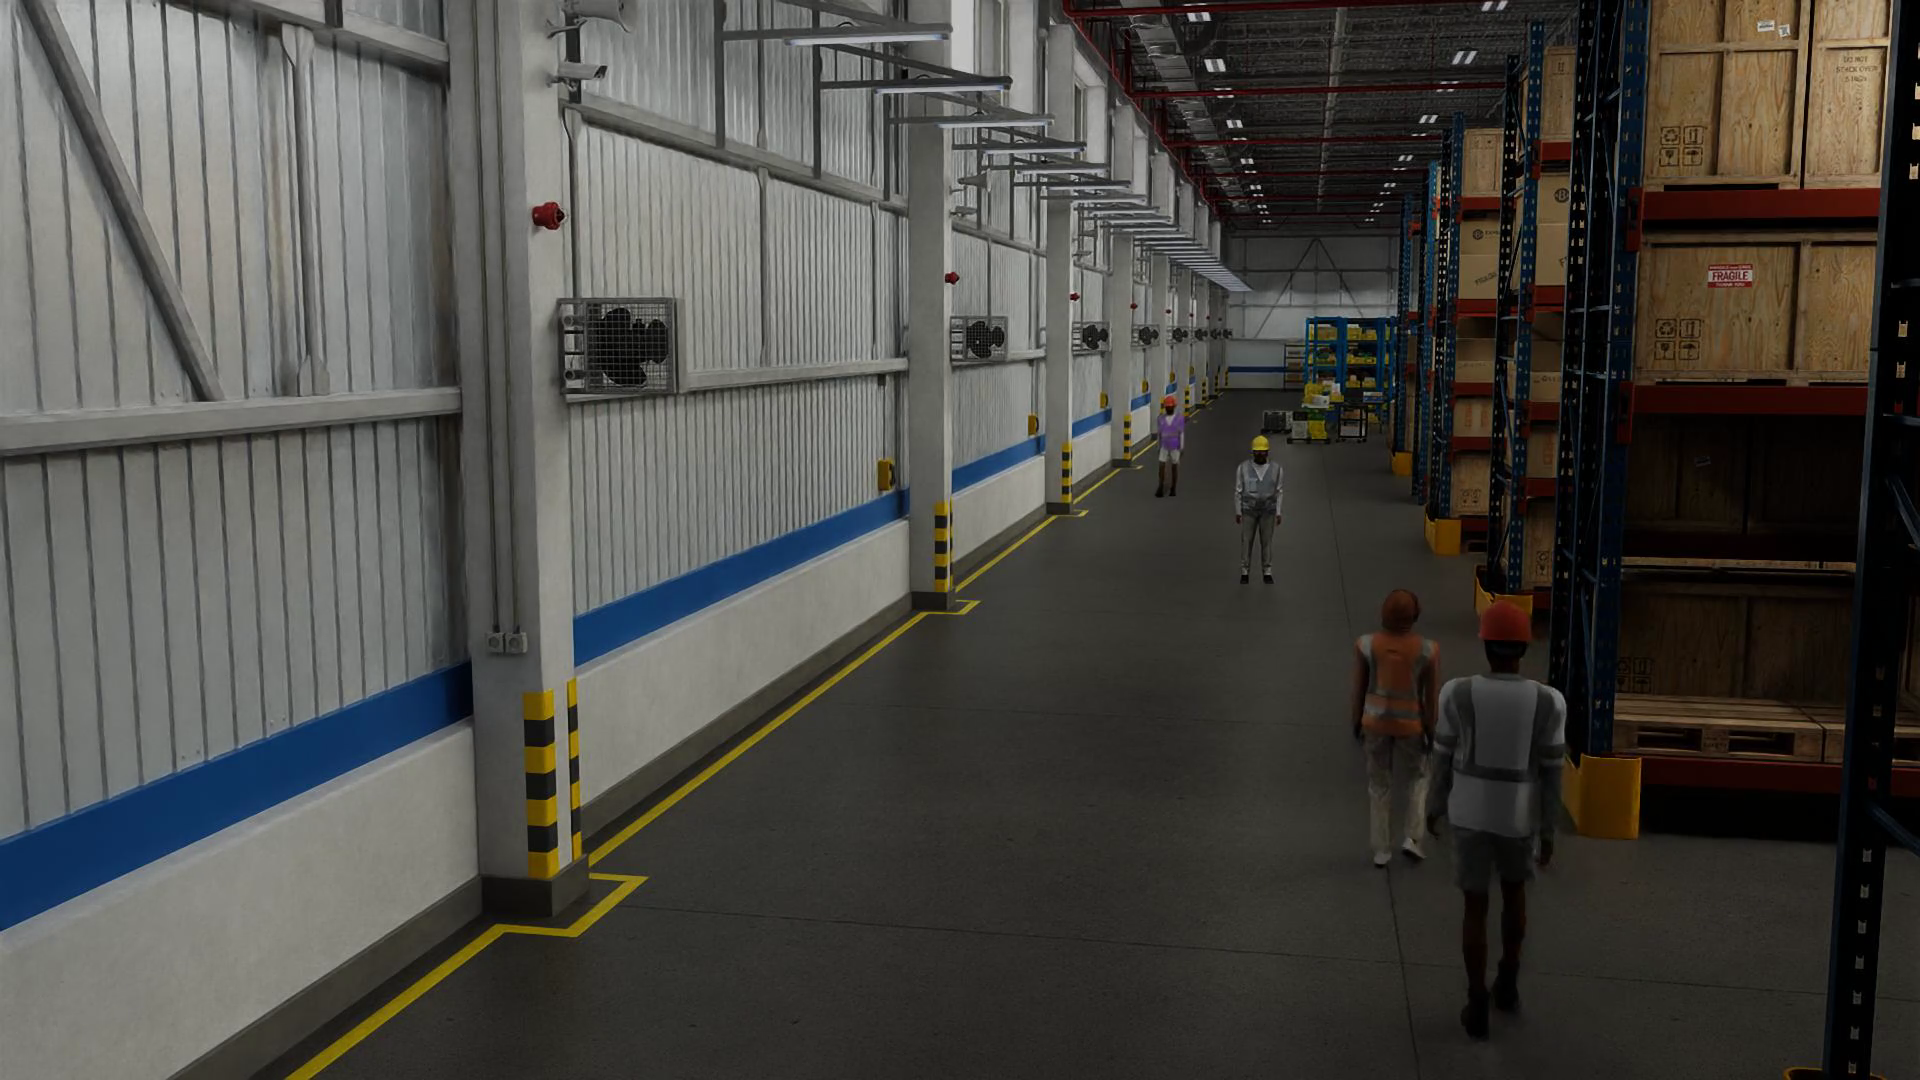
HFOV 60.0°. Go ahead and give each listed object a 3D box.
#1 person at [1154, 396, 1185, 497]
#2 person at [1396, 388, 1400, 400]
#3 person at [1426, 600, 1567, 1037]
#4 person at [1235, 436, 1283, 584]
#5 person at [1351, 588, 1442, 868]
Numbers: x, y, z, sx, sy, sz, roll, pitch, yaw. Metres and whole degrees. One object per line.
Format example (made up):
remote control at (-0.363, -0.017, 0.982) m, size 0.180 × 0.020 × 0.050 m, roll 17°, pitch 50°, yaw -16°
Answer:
person at (3.918, -1.733, 31.124) m, size 0.570 × 1.898 × 0.896 m, roll 3°, pitch 8°, yaw 20°
person at (12.459, -3.596, 46.759) m, size 0.351 × 1.737 × 0.482 m, roll -6°, pitch 9°, yaw -38°
person at (2.401, 1.218, 7.502) m, size 0.562 × 1.911 × 0.757 m, roll 1°, pitch 7°, yaw 11°
person at (3.679, -0.366, 20.477) m, size 0.591 × 1.833 × 0.403 m, roll 0°, pitch 7°, yaw 4°
person at (2.526, 1.090, 9.651) m, size 0.523 × 1.627 × 0.400 m, roll 3°, pitch 8°, yaw 22°
